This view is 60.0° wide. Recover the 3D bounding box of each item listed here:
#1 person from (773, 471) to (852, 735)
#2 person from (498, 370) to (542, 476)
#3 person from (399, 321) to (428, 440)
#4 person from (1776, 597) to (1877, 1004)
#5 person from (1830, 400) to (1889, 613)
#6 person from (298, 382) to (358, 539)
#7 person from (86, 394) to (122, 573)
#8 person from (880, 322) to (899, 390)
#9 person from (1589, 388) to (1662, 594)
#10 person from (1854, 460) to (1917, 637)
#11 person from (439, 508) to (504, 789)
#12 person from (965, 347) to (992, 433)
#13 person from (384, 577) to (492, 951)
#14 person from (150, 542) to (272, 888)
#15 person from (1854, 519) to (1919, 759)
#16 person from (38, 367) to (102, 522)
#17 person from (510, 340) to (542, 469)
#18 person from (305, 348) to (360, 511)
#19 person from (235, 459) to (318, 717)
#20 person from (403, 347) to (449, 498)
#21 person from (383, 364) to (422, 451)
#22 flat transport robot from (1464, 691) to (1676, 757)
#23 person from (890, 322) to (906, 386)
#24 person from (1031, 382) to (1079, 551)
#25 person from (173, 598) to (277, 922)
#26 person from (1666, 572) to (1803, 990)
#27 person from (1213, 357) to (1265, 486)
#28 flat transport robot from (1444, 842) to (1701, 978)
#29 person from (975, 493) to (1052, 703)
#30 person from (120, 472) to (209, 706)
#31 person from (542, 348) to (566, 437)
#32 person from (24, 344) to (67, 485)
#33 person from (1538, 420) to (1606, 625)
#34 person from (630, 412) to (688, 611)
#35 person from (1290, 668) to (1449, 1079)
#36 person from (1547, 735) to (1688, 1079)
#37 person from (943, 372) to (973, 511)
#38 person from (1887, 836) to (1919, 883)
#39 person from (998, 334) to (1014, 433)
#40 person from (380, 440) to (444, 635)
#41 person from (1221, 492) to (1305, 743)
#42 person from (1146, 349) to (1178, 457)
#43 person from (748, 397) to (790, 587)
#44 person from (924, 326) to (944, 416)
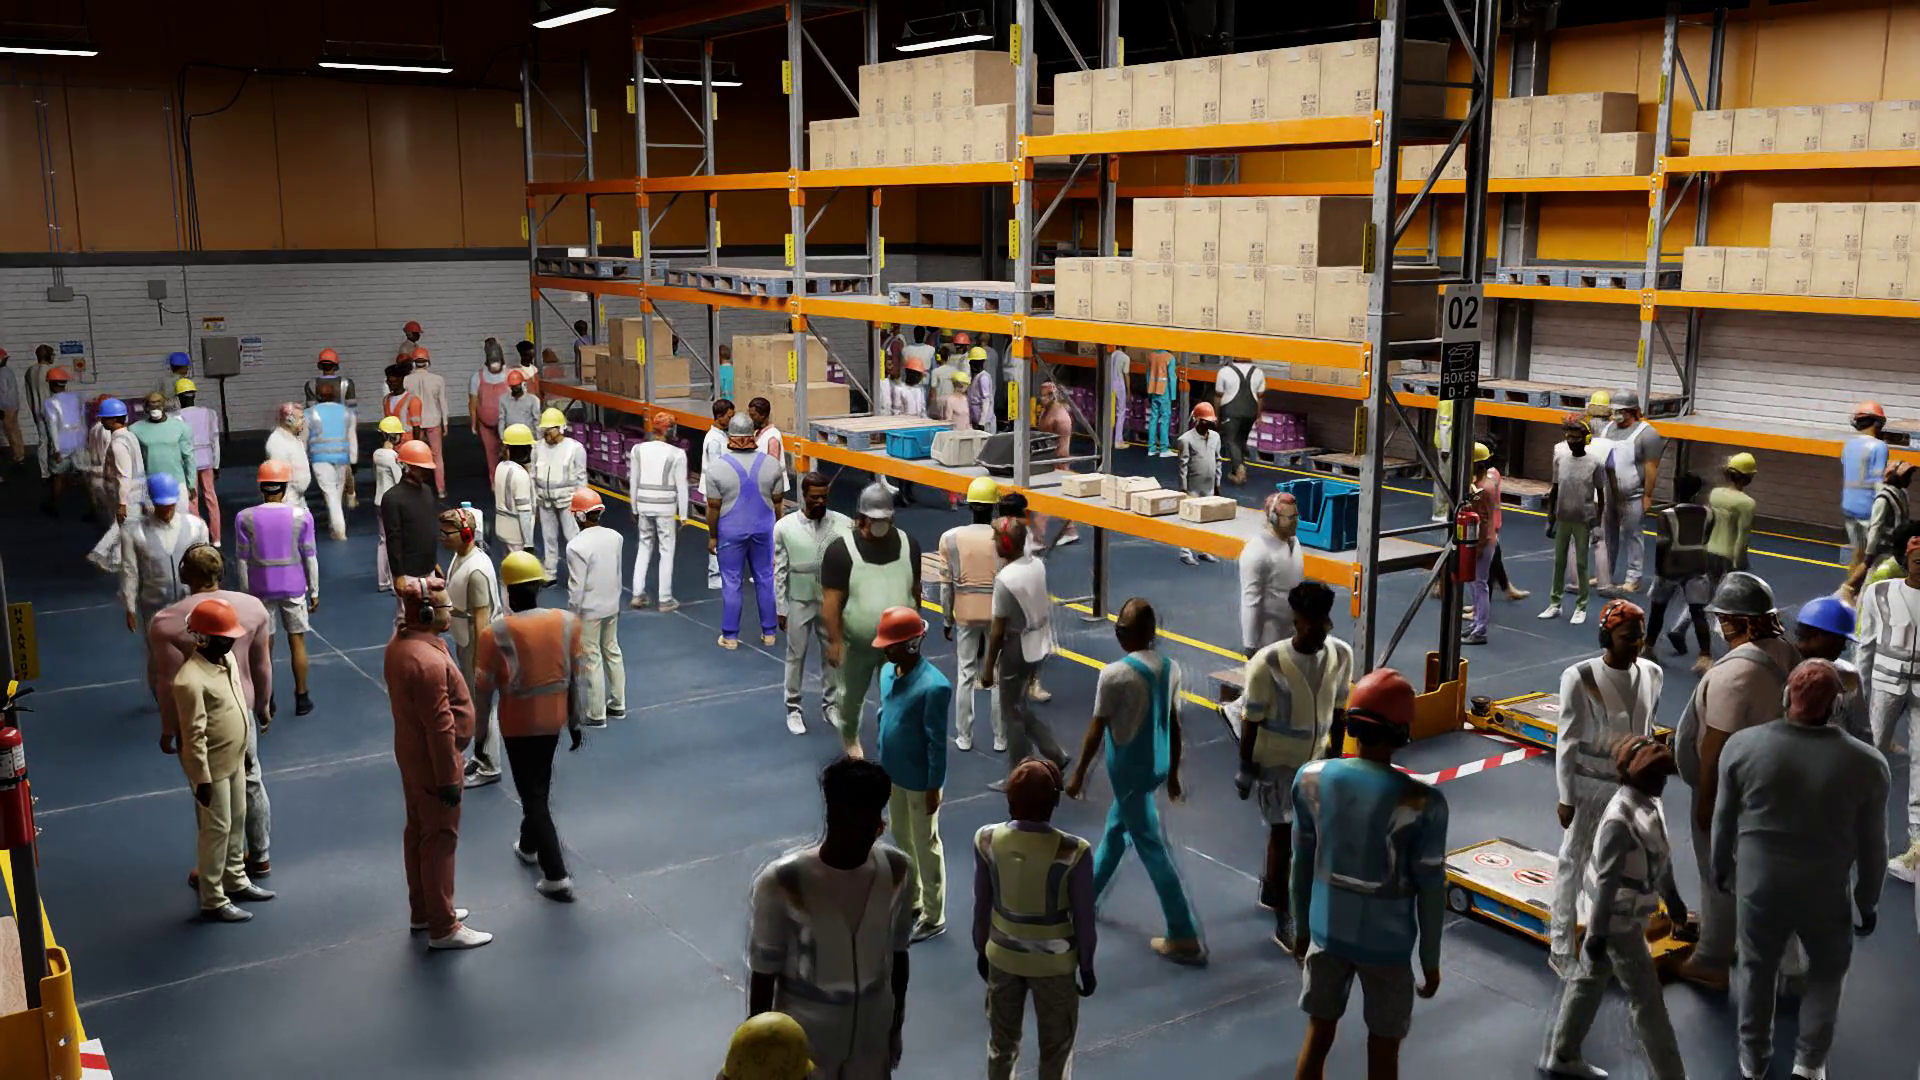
[{"bbox_3d":[-1.051,0.443,11.939,0.593,1.909,0.408,-5,12,-23],"label":"person"},{"bbox_3d":[-5.665,-1.322,21.396,0.575,1.744,0.370,1,11,5],"label":"person"},{"bbox_3d":[-8.937,-2.581,27.212,0.411,1.985,0.612,1,11,4],"label":"person"},{"bbox_3d":[4.094,1.216,8.000,0.612,1.911,0.702,-3,11,-13],"label":"person"},{"bbox_3d":[8.306,-0.264,15.311,0.498,2.014,0.680,0,11,-1],"label":"person"},{"bbox_3d":[-7.349,-0.933,19.307,0.624,1.780,1.003,-10,15,-43],"label":"person"},{"bbox_3d":[-8.808,-0.570,17.213,0.449,1.870,0.607,-9,14,-39],"label":"person"},{"bbox_3d":[-1.340,-3.097,30.257,0.403,1.826,0.592,-8,14,-36],"label":"person"},{"bbox_3d":[6.498,-0.496,16.392,0.536,2.000,0.685,-7,13,-32],"label":"person"},{"bbox_3d":[8.070,0.114,14.356,0.637,1.612,0.508,10,15,41],"label":"person"},{"bbox_3d":[-3.157,0.692,10.843,0.397,1.836,0.562,-5,12,-25],"label":"person"},{"bbox_3d":[0.254,-1.668,22.682,0.366,1.926,0.592,-2,11,-10],"label":"person"},{"bbox_3d":[-2.658,1.124,8.447,0.409,1.908,0.647,-7,13,-33],"label":"person"},{"bbox_3d":[-4.094,0.968,9.159,0.355,1.938,0.636,9,14,40],"label":"person"},{"bbox_3d":[6.310,0.688,11.241,0.561,1.675,0.477,-7,13,-34],"label":"person"},{"bbox_3d":[-10.856,-1.157,20.198,1.041,1.866,0.558,6,12,26],"label":"person"},{"bbox_3d":[-6.087,-1.825,23.382,0.367,1.967,0.601,4,12,18],"label":"person"},{"bbox_3d":[-7.890,-1.388,20.944,0.605,2.045,0.379,-4,12,-18],"label":"person"},{"bbox_3d":[-5.039,0.361,12.317,0.549,1.924,0.388,-4,12,-20],"label":"person"},{"bbox_3d":[-7.035,-1.534,21.854,0.621,1.986,0.409,-3,12,-16],"label":"person"},{"bbox_3d":[-6.640,-1.123,19.812,0.604,1.958,0.369,7,13,31],"label":"person"},{"bbox_3d":[4.314,1.318,11.649,0.652,0.197,1.431,-7,13,-31],"label":"flat transport robot"},{"bbox_3d":[-1.127,-3.134,30.391,0.389,1.845,0.564,-2,11,-11],"label":"person"},{"bbox_3d":[1.002,-0.825,18.503,0.771,1.879,0.656,-2,11,-10],"label":"person"},{"bbox_3d":[-3.873,1.151,8.742,0.354,1.737,0.576,0,11,-2],"label":"person"},{"bbox_3d":[3.725,1.136,8.039,0.680,2.000,0.535,-8,14,-35],"label":"person"},{"bbox_3d":[3.847,-1.766,22.891,0.688,2.000,0.851,-2,11,-12],"label":"person"},{"bbox_3d":[3.092,1.886,8.740,0.652,0.197,1.431,-7,13,-33],"label":"flat transport robot"},{"bbox_3d":[0.346,0.422,12.735,0.559,1.631,0.864,-9,14,-38],"label":"person"},{"bbox_3d":[-5.746,0.424,12.066,0.650,1.911,0.864,-8,13,-34],"label":"person"},{"bbox_3d":[-6.466,-2.242,26.451,0.567,1.633,0.506,7,13,32],"label":"person"},{"bbox_3d":[-12.557,-1.725,22.943,0.637,1.938,0.357,4,12,22],"label":"person"},{"bbox_3d":[5.585,-0.164,15.130,0.518,1.870,0.323,11,15,44],"label":"person"},{"bbox_3d":[-2.827,-0.268,15.657,0.591,1.870,0.374,4,12,18],"label":"person"},{"bbox_3d":[1.542,1.483,6.303,0.607,2.034,0.420,9,14,37],"label":"person"},{"bbox_3d":[2.843,1.579,6.870,0.756,1.601,0.541,6,12,27],"label":"person"},{"bbox_3d":[-0.059,-1.245,21.038,0.345,1.728,0.627,6,13,29],"label":"person"},{"bbox_3d":[5.343,1.172,8.966,0.710,1.607,0.519,8,14,37],"label":"person"},{"bbox_3d":[0.866,-2.740,28.064,0.363,1.963,0.612,-3,12,-17],"label":"person"},{"bbox_3d":[-4.210,0.213,12.897,0.391,1.988,0.611,2,11,12],"label":"person"},{"bbox_3d":[2.052,0.593,11.197,0.574,1.888,0.660,8,14,35],"label":"person"},{"bbox_3d":[3.103,-2.230,25.642,0.372,1.893,0.597,-8,14,-36],"label":"person"},{"bbox_3d":[-1.927,-0.480,16.665,0.410,1.908,0.598,-4,12,-21],"label":"person"},{"bbox_3d":[-0.478,-3.235,30.954,0.429,1.836,0.635,-4,12,-18],"label":"person"}]
